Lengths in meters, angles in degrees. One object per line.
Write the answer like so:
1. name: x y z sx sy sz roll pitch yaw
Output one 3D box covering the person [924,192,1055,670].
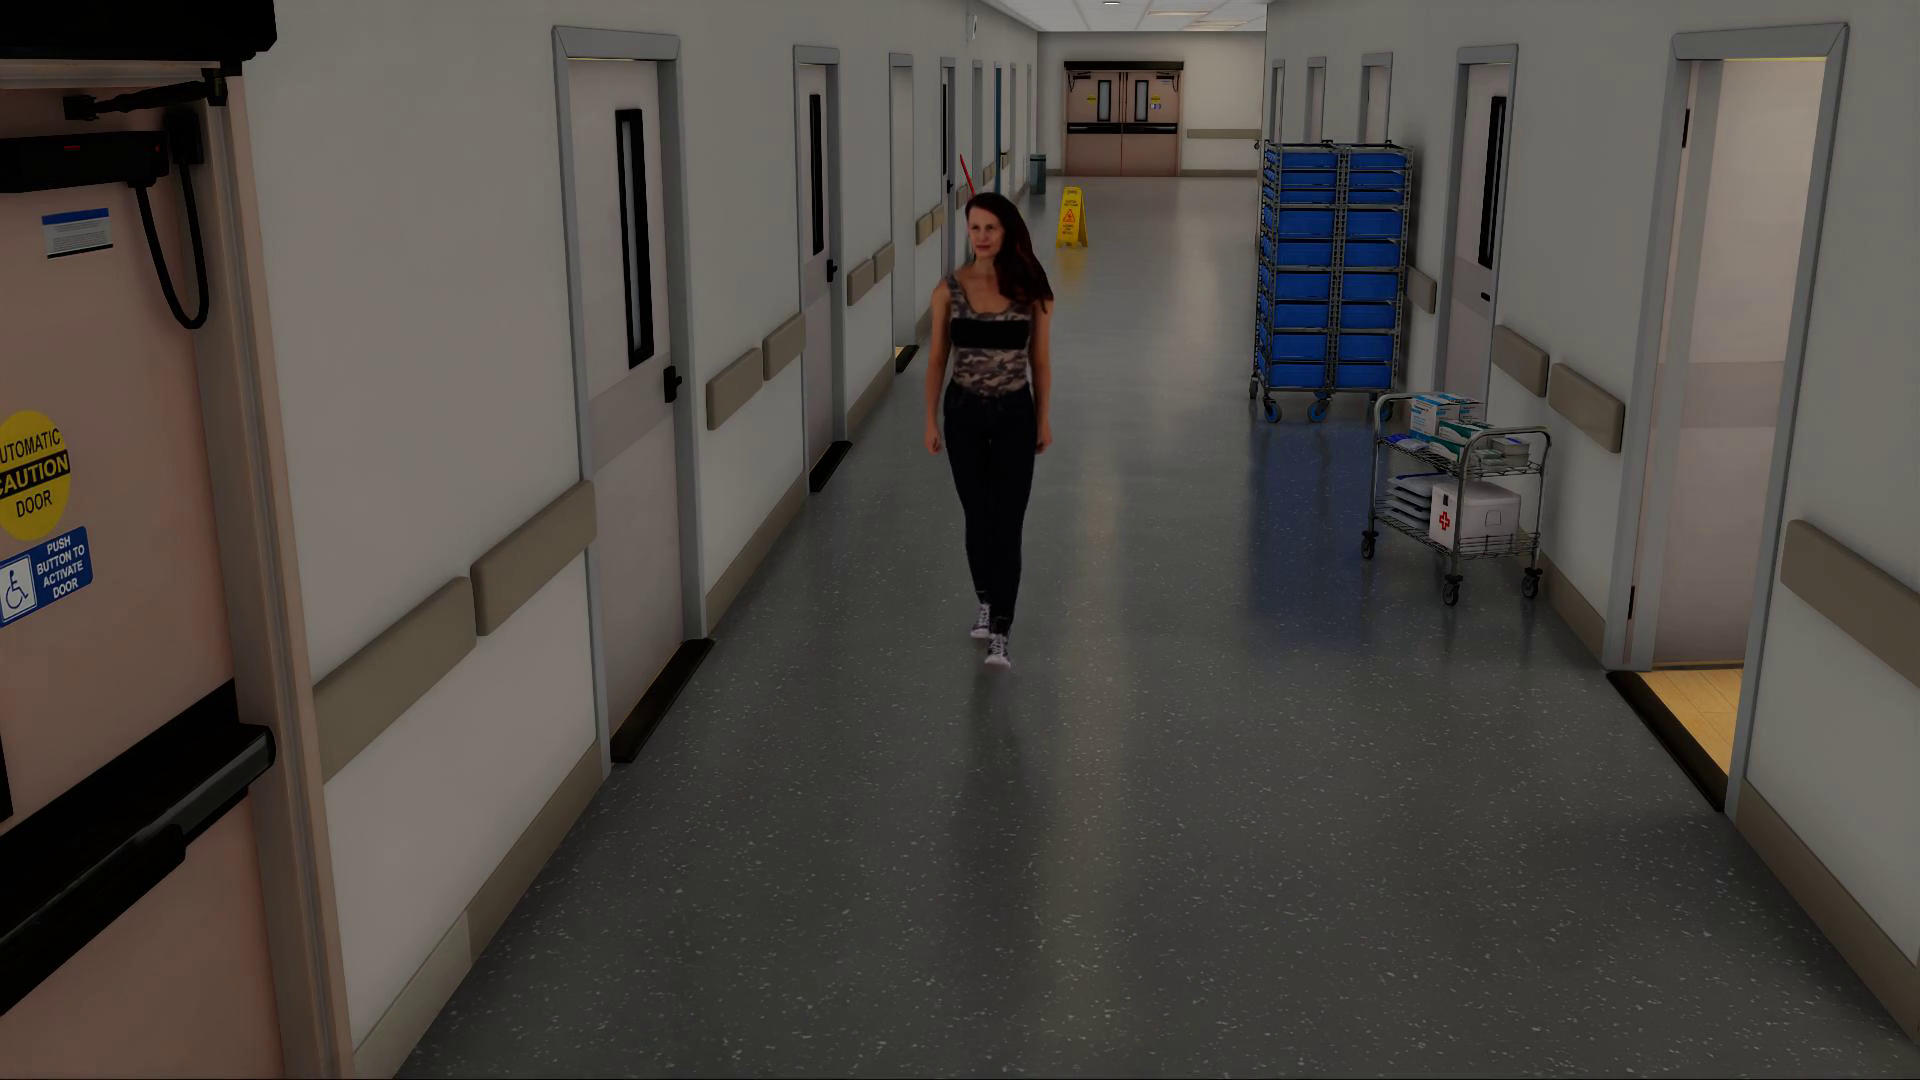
1. person: 0.121 -0.425 6.345 0.648 1.735 1.038 2 16 7
